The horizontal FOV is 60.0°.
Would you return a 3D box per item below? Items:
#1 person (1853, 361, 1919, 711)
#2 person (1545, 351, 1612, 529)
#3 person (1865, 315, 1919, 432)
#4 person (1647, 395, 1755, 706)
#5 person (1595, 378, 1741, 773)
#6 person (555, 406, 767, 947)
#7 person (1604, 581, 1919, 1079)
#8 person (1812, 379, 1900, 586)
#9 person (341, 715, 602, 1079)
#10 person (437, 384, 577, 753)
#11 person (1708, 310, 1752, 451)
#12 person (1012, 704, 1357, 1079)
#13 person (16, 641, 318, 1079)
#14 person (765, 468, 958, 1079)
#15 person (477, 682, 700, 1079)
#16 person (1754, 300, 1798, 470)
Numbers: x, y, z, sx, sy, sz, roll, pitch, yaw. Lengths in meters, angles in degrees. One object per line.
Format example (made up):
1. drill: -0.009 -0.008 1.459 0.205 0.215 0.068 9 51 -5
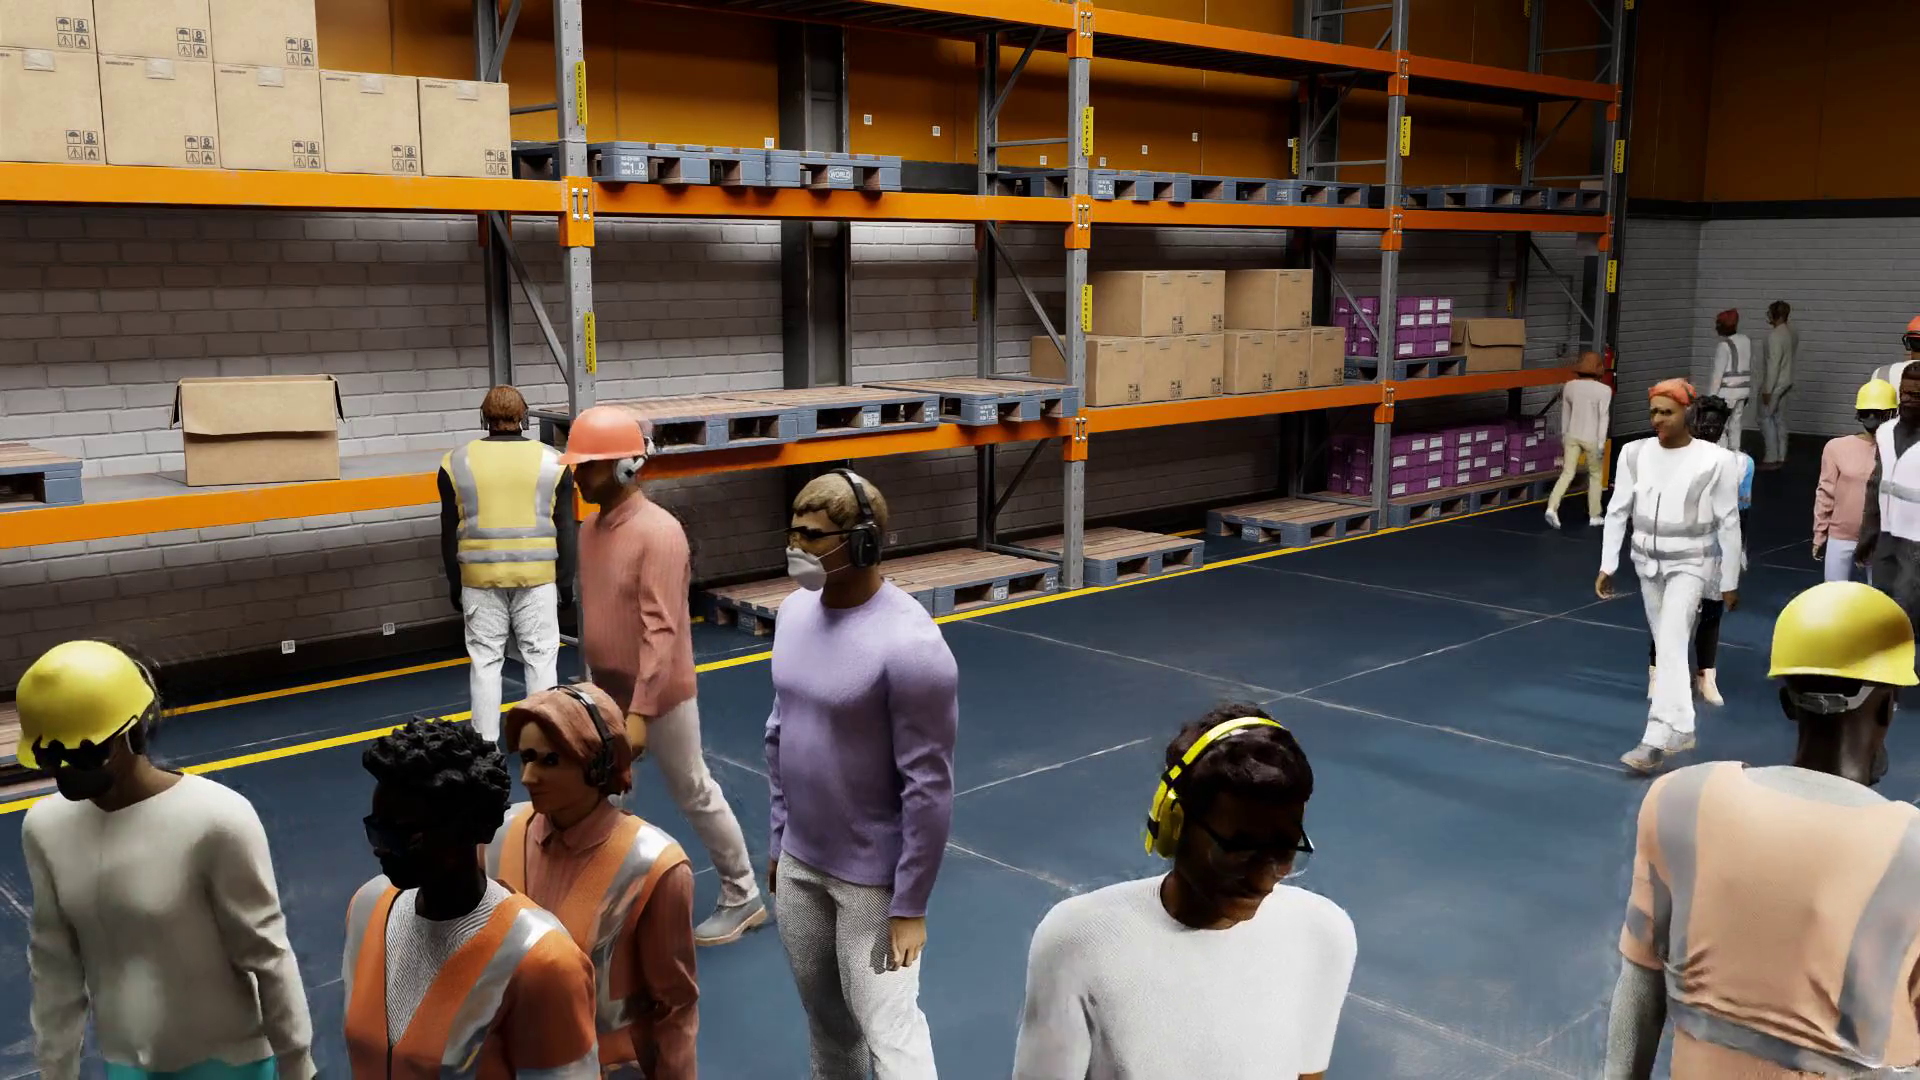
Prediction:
1. person: 5.054 0.003 8.748 0.558 1.897 0.619 -2 10 -9
2. person: 5.545 -0.893 14.852 0.815 1.600 0.507 -7 12 -37
3. person: 6.679 -0.567 11.650 0.374 2.042 0.615 -9 13 -43
4. person: 3.991 0.060 8.992 0.539 1.695 0.319 1 10 7
5. person: 3.322 0.166 7.918 0.889 1.847 0.576 -6 12 -33
6. person: -1.112 0.513 5.659 0.626 1.941 1.046 10 14 44
7. person: 1.514 1.007 2.893 0.911 1.878 0.627 -7 12 -37
8. person: 4.962 0.003 9.127 0.524 1.769 0.308 7 12 35
9. person: -0.834 1.120 2.788 0.540 1.696 0.315 6 11 30
10. person: -2.131 0.183 7.895 0.621 1.836 0.431 -3 10 -16
11. person: 8.264 -1.528 17.839 0.688 1.858 0.363 -6 11 -32
12. person: 0.286 1.112 2.534 0.613 1.807 0.949 0 10 -1
13. person: -1.536 1.025 3.217 0.553 1.727 0.437 3 10 16
14. person: -0.266 0.790 4.015 0.372 1.940 0.630 -8 13 -41
15. person: -0.727 1.074 3.222 0.514 1.641 0.308 4 11 24
16. person: 9.295 -1.757 18.948 0.640 1.938 0.366 -9 13 -43
